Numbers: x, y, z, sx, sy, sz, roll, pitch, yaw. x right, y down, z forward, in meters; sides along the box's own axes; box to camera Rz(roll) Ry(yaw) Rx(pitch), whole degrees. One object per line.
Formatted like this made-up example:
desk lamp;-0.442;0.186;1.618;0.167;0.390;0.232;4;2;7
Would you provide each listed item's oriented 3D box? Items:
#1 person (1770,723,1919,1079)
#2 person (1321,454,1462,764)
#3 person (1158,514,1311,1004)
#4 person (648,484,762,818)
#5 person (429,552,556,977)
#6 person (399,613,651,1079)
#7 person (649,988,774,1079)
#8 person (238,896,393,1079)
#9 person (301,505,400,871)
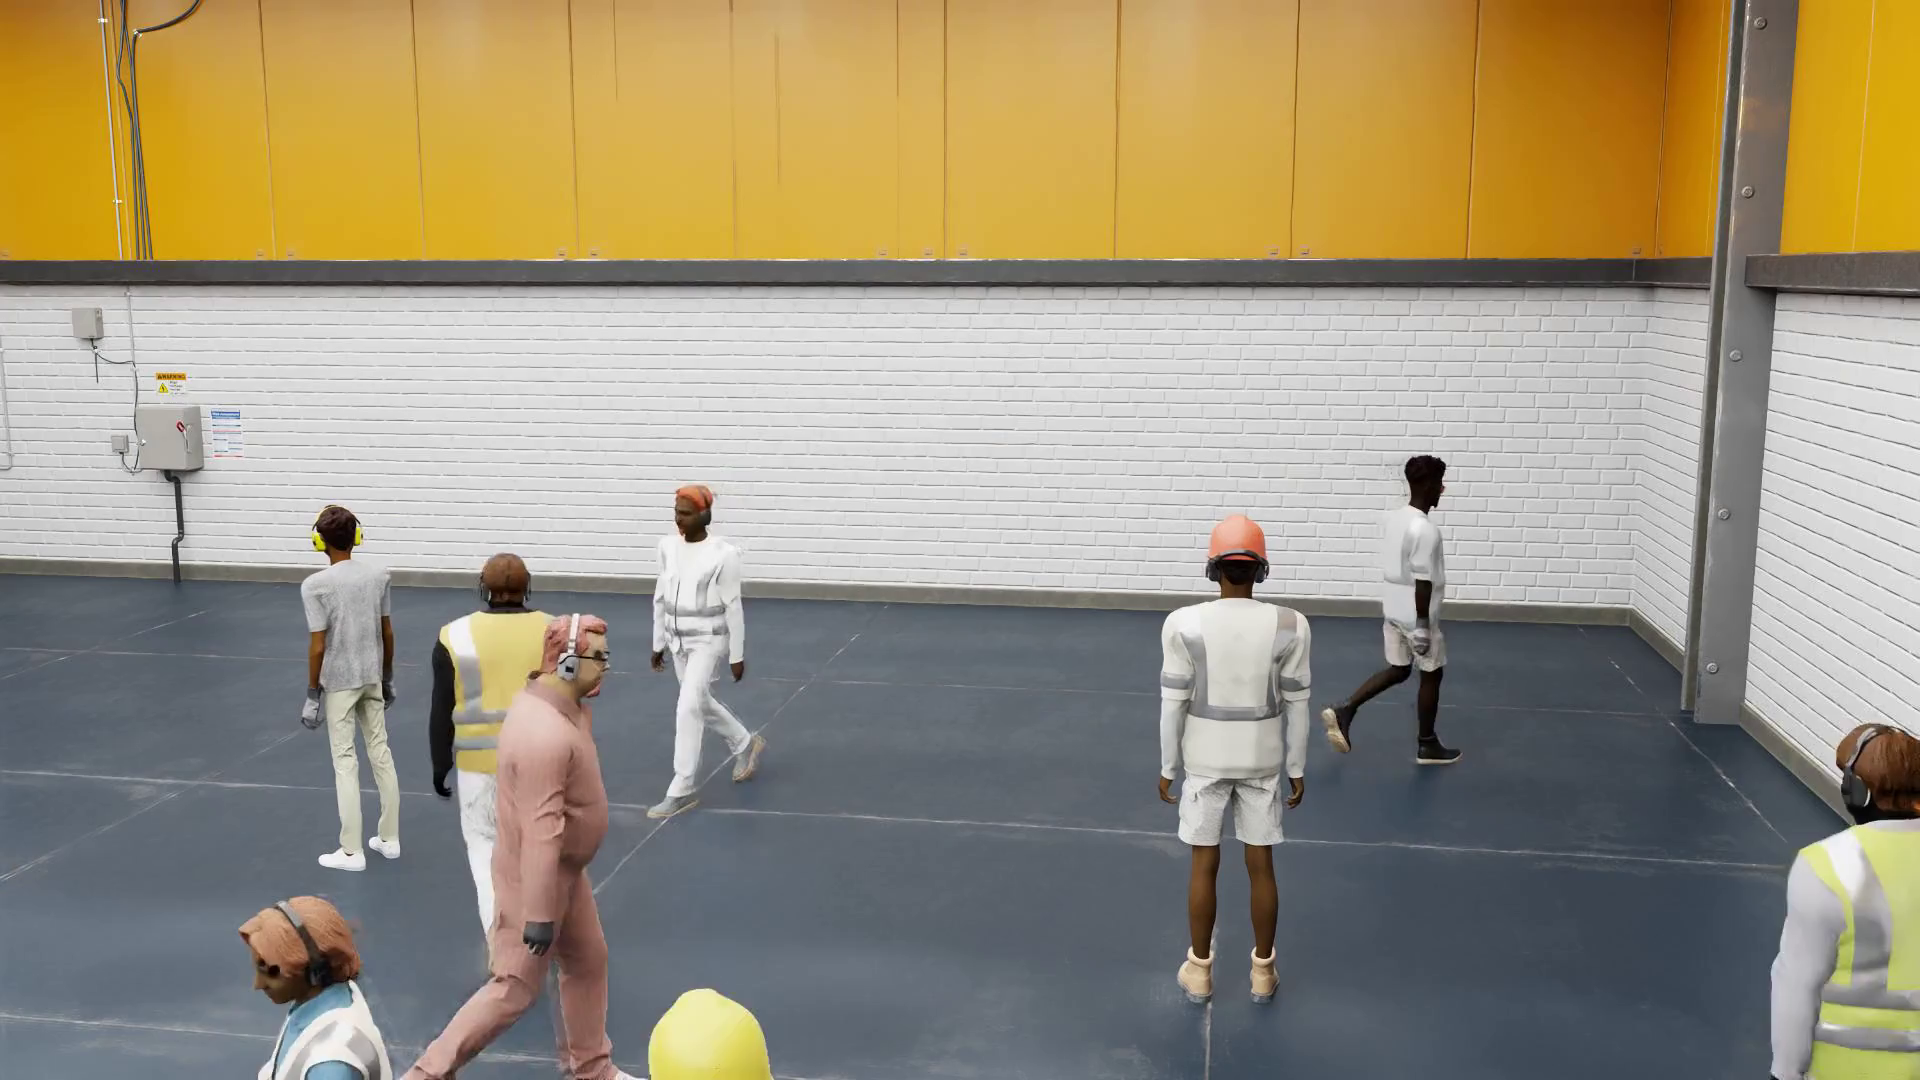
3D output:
person;2.494;1.411;4.488;0.624;1.827;0.543;-2;9;-13
person;2.688;0.433;10.163;0.797;1.941;0.603;-2;9;-9
person;1.127;0.907;6.897;0.615;2.040;0.381;0;9;2
person;-1.455;0.585;9.501;0.579;1.855;0.925;7;12;37
person;-1.952;0.971;7.228;0.648;1.814;0.815;-4;10;-24
person;-1.563;1.175;5.845;0.868;1.863;0.665;-1;9;-9
person;-0.368;1.686;2.861;0.597;1.793;0.847;-3;10;-20
person;-1.454;1.599;3.912;0.373;1.621;0.545;-5;10;-26
person;-3.096;0.747;8.436;0.329;1.865;0.518;7;11;36
